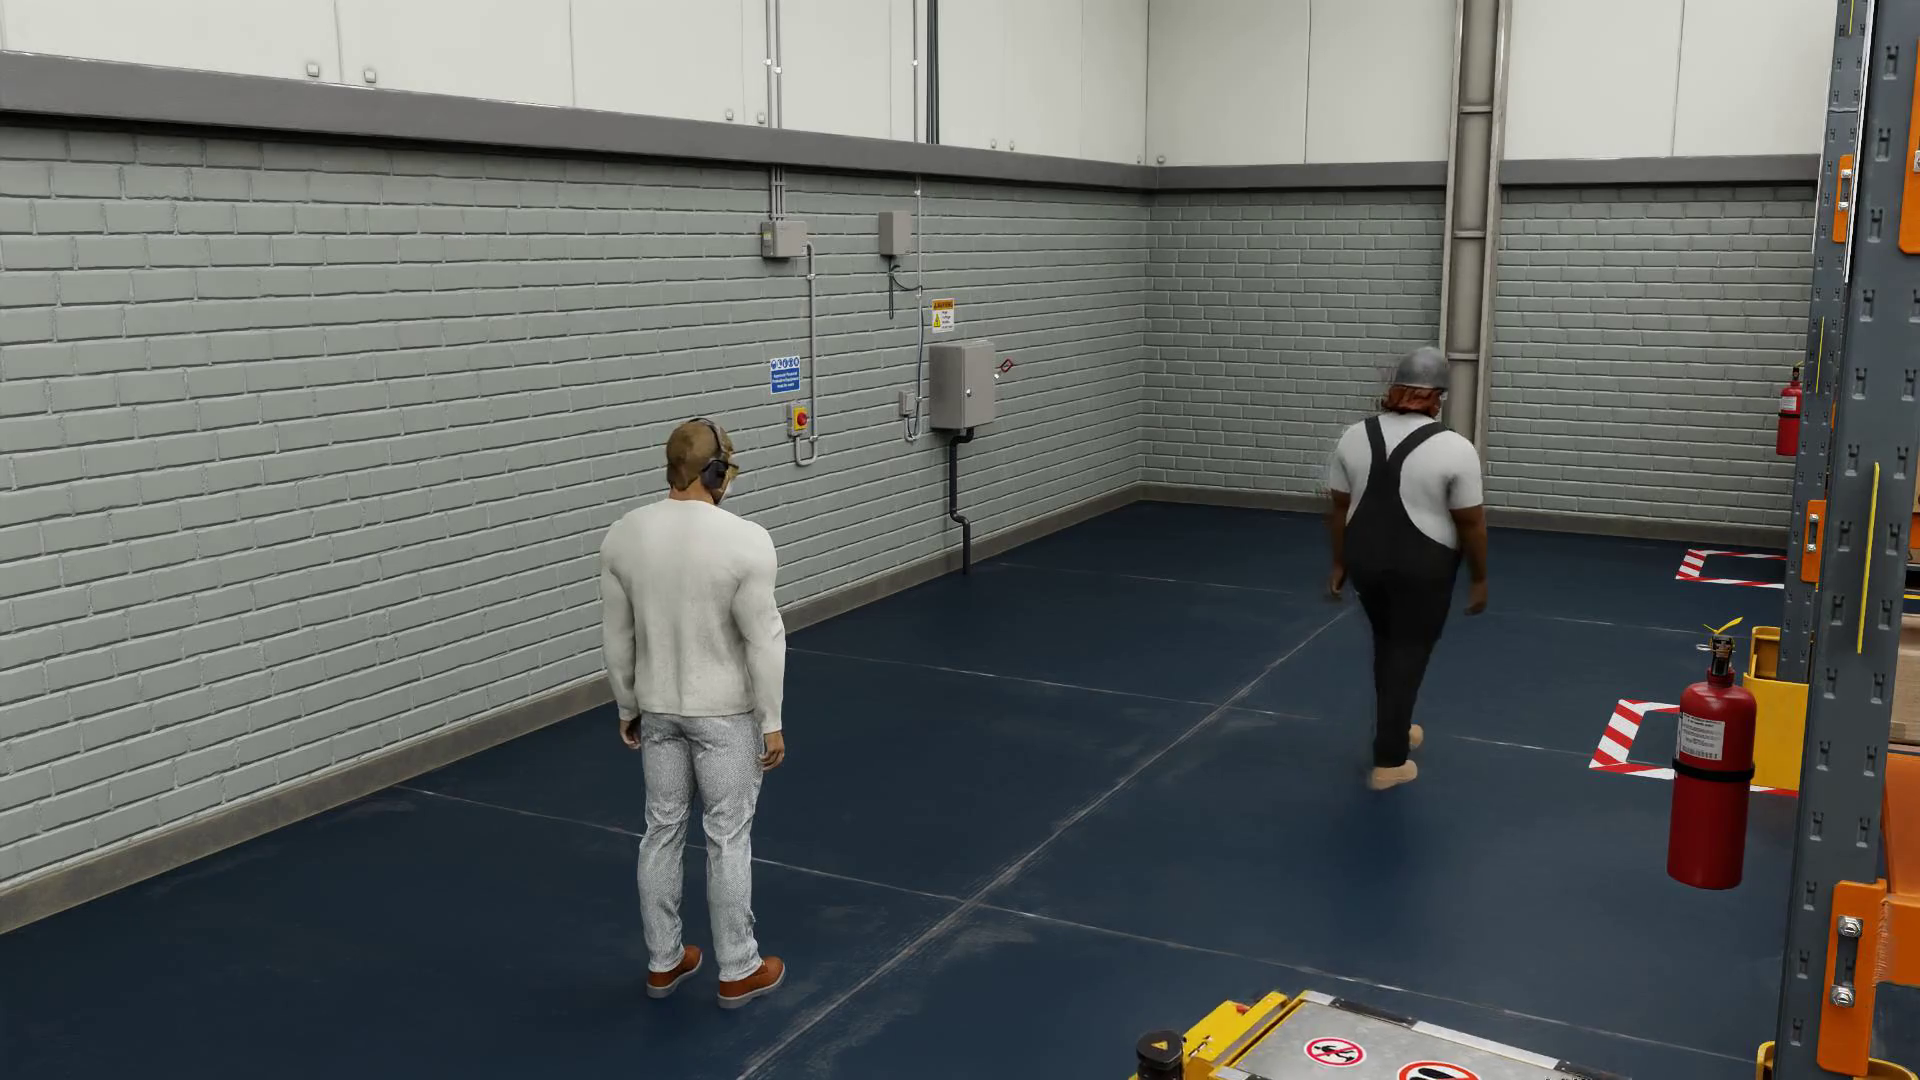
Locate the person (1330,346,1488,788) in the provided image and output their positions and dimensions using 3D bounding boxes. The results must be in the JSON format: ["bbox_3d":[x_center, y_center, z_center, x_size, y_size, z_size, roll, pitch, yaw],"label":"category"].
[{"bbox_3d":[2.149,0.094,7.731,0.854,2.000,0.711,-10,14,-43],"label":"person"}]

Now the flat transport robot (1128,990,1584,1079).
[{"bbox_3d":[1.233,1.558,4.578,1.431,0.197,0.652,7,13,35],"label":"flat transport robot"}]

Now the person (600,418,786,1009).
[{"bbox_3d":[-0.857,0.568,5.443,0.635,1.930,0.356,4,11,21],"label":"person"}]
